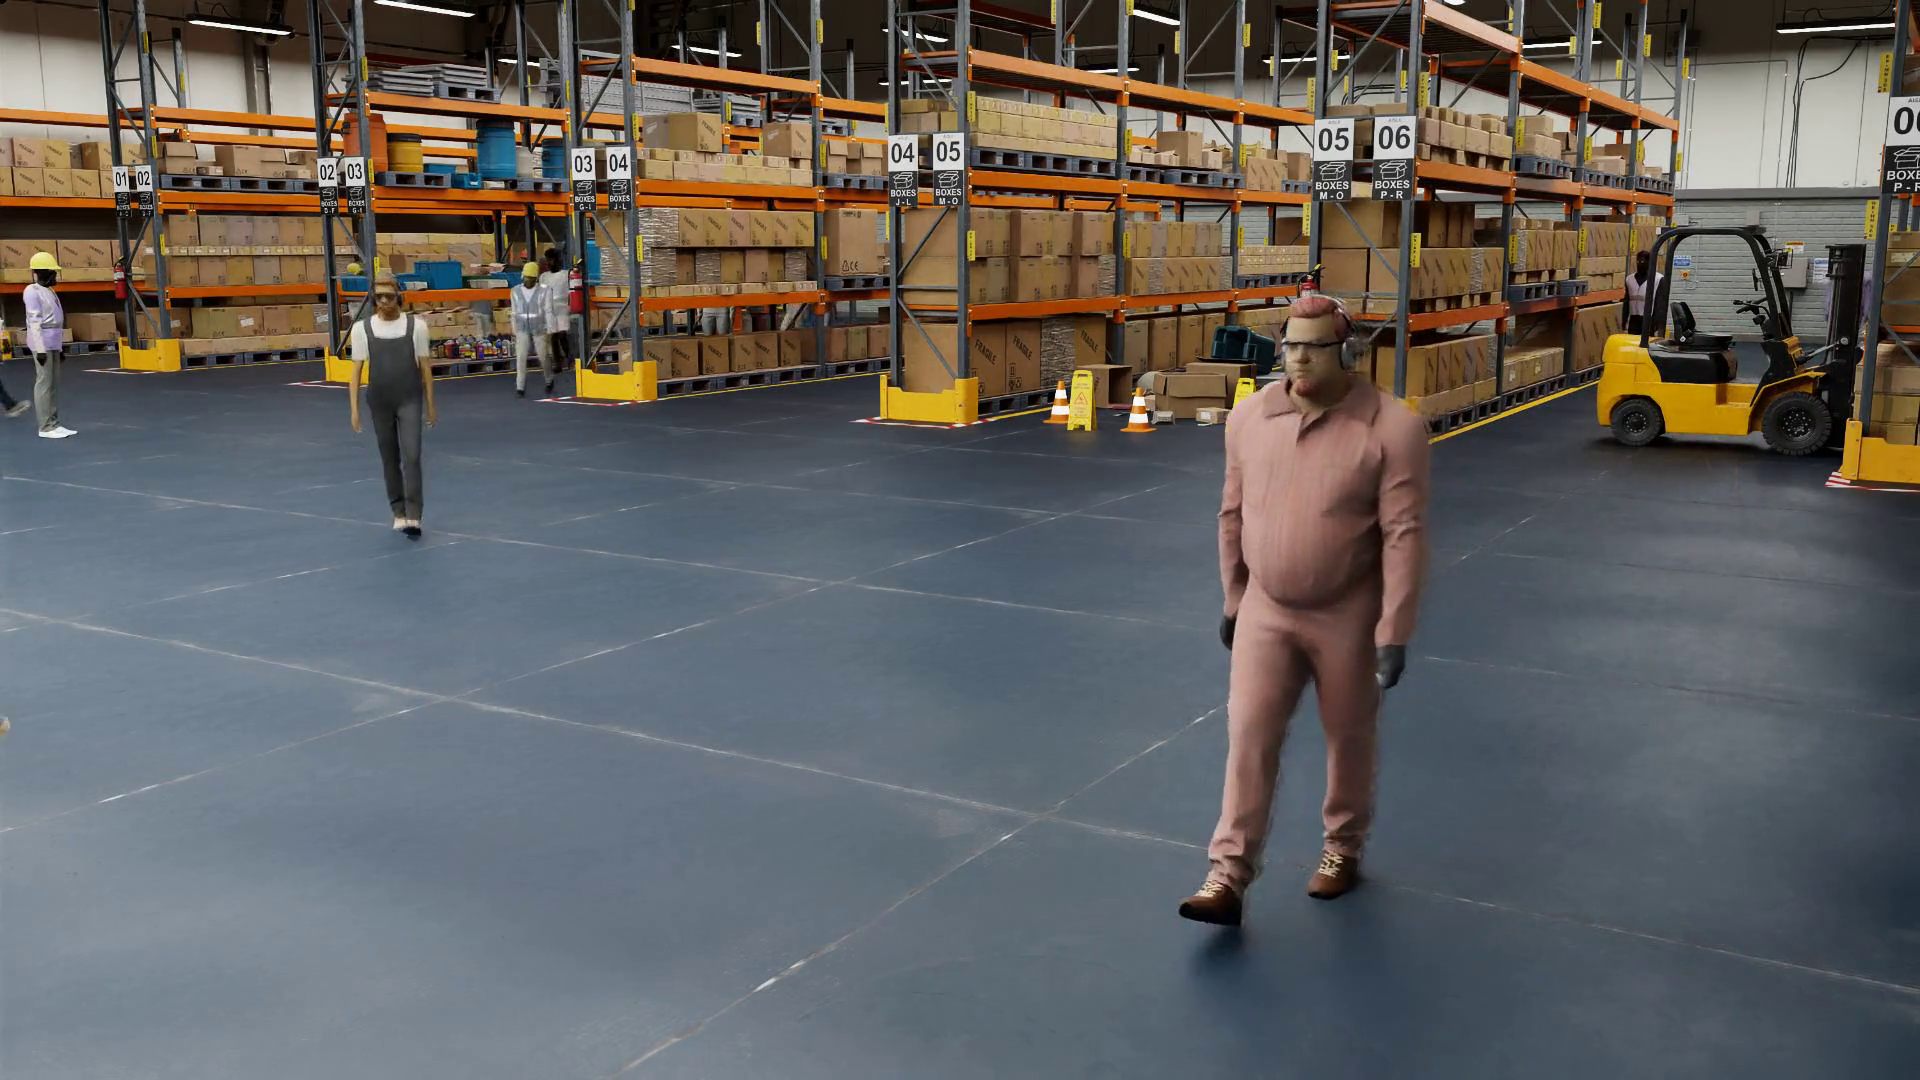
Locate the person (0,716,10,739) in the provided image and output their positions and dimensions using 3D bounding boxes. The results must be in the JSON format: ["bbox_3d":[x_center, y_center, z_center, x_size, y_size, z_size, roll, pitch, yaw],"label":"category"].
[{"bbox_3d":[-4.238,0.006,6.237,0.965,1.831,0.591,-8,13,-38],"label":"person"}]

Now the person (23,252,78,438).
[{"bbox_3d":[-9.508,-2.026,17.354,0.372,1.928,0.584,-2,10,-10],"label":"person"}]

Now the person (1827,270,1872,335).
[{"bbox_3d":[14.454,-3.735,27.044,0.650,1.888,0.664,5,11,27],"label":"person"}]

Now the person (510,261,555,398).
[{"bbox_3d":[-5.652,-2.796,22.071,0.608,1.793,0.751,0,10,-1],"label":"person"}]

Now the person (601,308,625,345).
[{"bbox_3d":[-6.900,-4.796,33.127,0.514,1.847,0.788,5,11,27],"label":"person"}]

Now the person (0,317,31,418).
[{"bbox_3d":[-11.129,-2.302,18.919,0.653,1.917,1.055,6,12,29],"label":"person"}]

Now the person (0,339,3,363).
[{"bbox_3d":[-16.347,-3.781,28.006,0.284,1.633,0.498,-7,13,-36],"label":"person"}]

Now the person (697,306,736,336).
[{"bbox_3d":[-3.699,-3.440,25.279,0.625,1.934,0.364,1,10,5],"label":"person"}]

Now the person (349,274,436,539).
[{"bbox_3d":[-3.890,-0.901,11.384,0.542,1.800,0.924,-3,10,-14],"label":"person"}]

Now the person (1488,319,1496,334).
[{"bbox_3d":[9.983,-4.322,31.148,0.796,1.594,0.530,-5,11,-27],"label":"person"}]

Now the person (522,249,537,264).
[{"bbox_3d":[-7.916,-4.408,30.715,0.552,1.922,0.406,5,11,25],"label":"person"}]

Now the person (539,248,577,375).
[{"bbox_3d":[-6.200,-3.504,25.569,0.629,1.945,0.428,3,11,17],"label":"person"}]

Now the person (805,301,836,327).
[{"bbox_3d":[-2.305,-3.783,27.790,0.537,1.721,0.846,4,11,22],"label":"person"}]

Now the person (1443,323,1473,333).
[{"bbox_3d":[10.083,-4.717,33.357,0.874,1.586,0.509,5,11,25],"label":"person"}]

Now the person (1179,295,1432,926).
[{"bbox_3d":[1.002,0.228,4.890,0.679,1.860,0.952,6,12,31],"label":"person"}]

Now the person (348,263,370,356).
[{"bbox_3d":[-9.360,-3.461,26.006,0.345,1.719,0.580,4,11,24],"label":"person"}]

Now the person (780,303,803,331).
[{"bbox_3d":[-2.878,-3.798,28.148,0.619,1.610,0.511,-9,14,-41],"label":"person"}]

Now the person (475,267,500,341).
[{"bbox_3d":[-8.189,-3.904,28.753,0.501,1.619,0.425,7,12,33],"label":"person"}]

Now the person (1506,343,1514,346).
[{"bbox_3d":[11.064,-4.643,32.127,0.801,1.899,0.563,6,12,30],"label":"person"}]

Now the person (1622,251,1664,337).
[{"bbox_3d":[9.822,-3.192,23.935,0.385,1.914,0.589,-8,13,-39],"label":"person"}]
